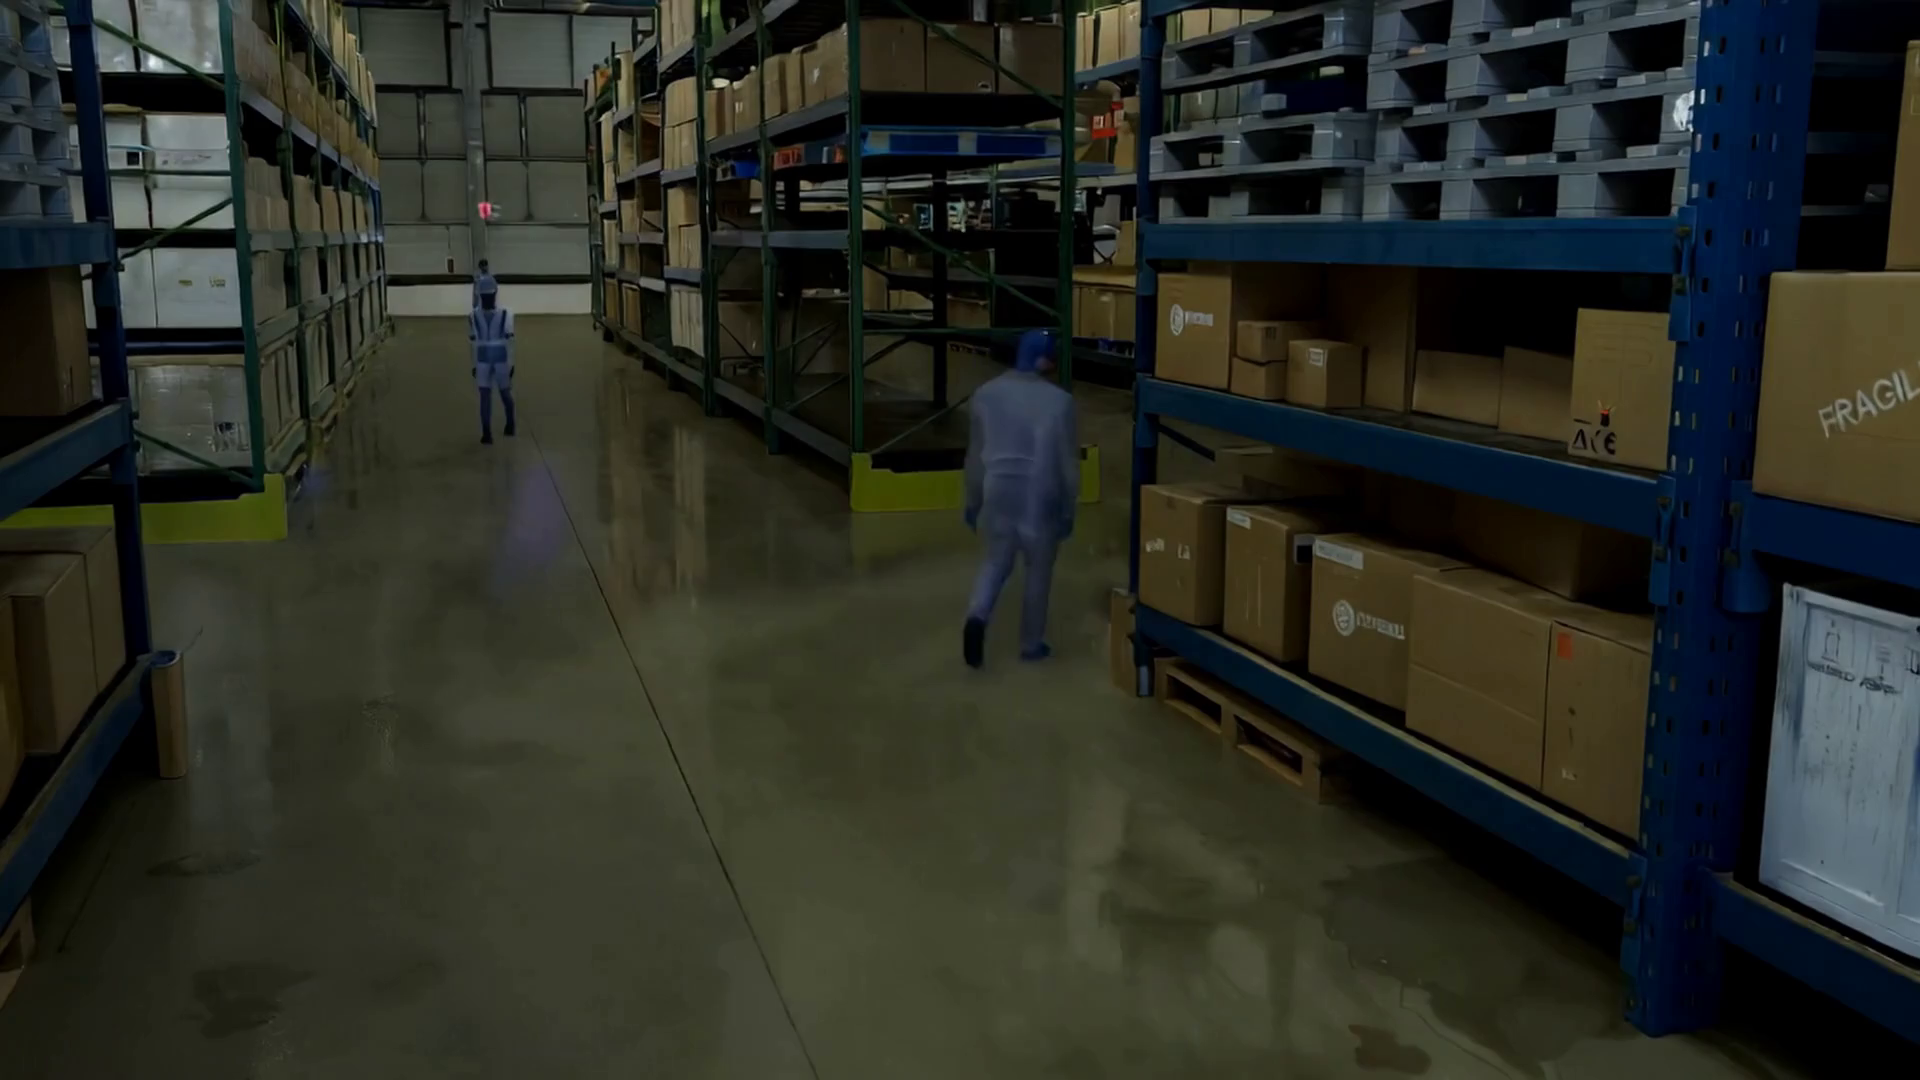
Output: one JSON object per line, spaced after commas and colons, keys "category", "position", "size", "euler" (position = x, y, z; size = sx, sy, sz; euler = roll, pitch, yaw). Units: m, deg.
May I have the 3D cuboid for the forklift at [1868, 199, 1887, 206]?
{"category": "forklift", "position": [11.338, -2.915, 21.052], "size": [1.129, 2.768, 1.873], "euler": [-3, 11, -17]}

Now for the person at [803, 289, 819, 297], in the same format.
{"category": "person", "position": [-3.649, -5.807, 40.124], "size": [0.510, 1.691, 0.887], "euler": [1, 10, 4]}

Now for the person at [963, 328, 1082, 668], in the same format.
{"category": "person", "position": [0.329, -0.205, 8.982], "size": [0.671, 1.868, 0.750], "euler": [4, 11, 20]}

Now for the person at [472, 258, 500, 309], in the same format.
{"category": "person", "position": [-10.202, -5.099, 35.754], "size": [0.560, 1.877, 1.045], "euler": [-6, 12, -31]}

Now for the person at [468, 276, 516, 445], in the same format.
{"category": "person", "position": [-5.355, -2.075, 19.128], "size": [0.549, 1.911, 0.830], "euler": [-1, 10, -3]}
